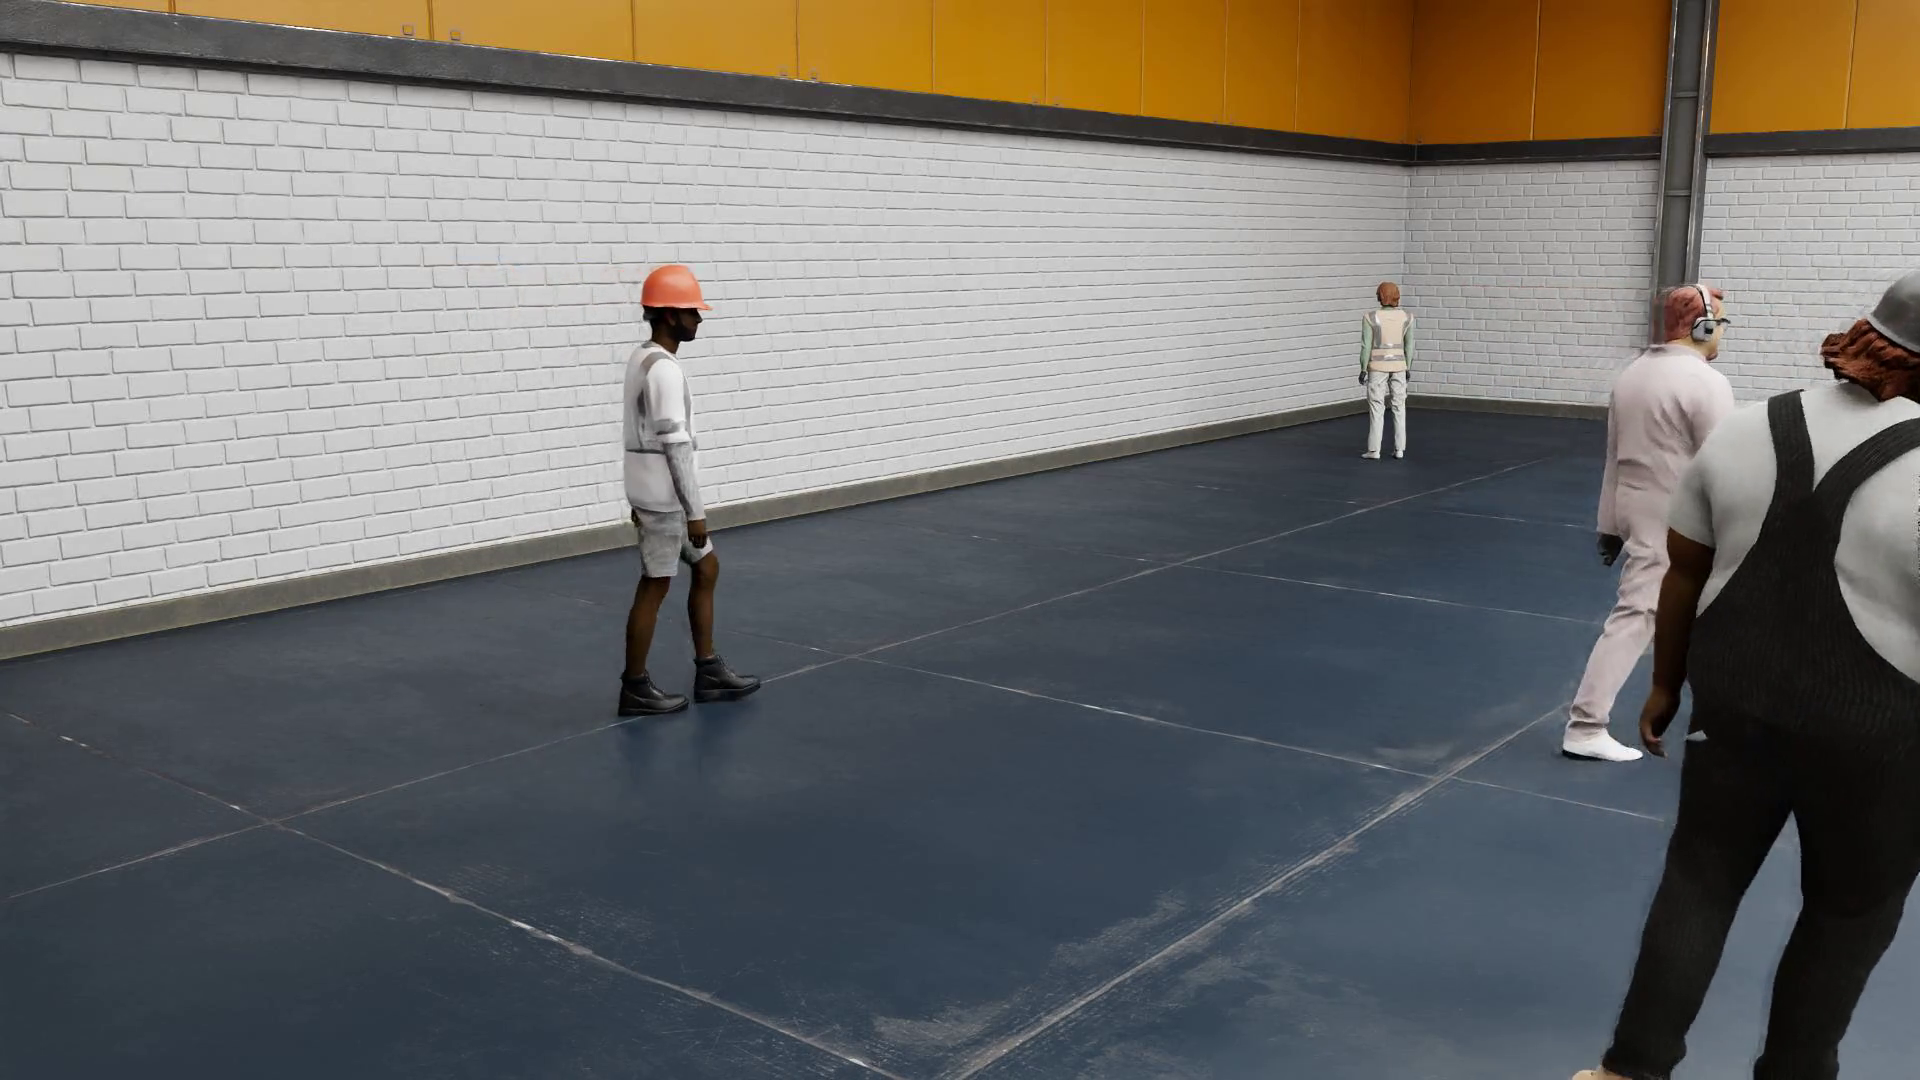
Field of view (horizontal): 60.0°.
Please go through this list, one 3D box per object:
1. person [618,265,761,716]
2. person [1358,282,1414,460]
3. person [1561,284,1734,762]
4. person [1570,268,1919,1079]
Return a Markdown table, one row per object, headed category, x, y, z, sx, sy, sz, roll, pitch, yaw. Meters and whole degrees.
| category | x | y | z | sx | sy | sz | roll | pitch | yaw |
| --- | --- | --- | --- | --- | --- | --- | --- | --- | --- |
| person | -1.134 | -0.197 | 7.063 | 0.774 | 1.911 | 0.581 | -3 | 11 | -16 |
| person | 3.922 | -1.549 | 15.324 | 0.514 | 1.641 | 0.315 | -2 | 10 | -9 |
| person | 2.828 | -0.049 | 6.436 | 1.013 | 1.849 | 0.649 | 0 | 10 | -2 |
| person | 1.828 | 0.369 | 3.587 | 0.721 | 2.000 | 0.753 | -7 | 12 | -35 |
